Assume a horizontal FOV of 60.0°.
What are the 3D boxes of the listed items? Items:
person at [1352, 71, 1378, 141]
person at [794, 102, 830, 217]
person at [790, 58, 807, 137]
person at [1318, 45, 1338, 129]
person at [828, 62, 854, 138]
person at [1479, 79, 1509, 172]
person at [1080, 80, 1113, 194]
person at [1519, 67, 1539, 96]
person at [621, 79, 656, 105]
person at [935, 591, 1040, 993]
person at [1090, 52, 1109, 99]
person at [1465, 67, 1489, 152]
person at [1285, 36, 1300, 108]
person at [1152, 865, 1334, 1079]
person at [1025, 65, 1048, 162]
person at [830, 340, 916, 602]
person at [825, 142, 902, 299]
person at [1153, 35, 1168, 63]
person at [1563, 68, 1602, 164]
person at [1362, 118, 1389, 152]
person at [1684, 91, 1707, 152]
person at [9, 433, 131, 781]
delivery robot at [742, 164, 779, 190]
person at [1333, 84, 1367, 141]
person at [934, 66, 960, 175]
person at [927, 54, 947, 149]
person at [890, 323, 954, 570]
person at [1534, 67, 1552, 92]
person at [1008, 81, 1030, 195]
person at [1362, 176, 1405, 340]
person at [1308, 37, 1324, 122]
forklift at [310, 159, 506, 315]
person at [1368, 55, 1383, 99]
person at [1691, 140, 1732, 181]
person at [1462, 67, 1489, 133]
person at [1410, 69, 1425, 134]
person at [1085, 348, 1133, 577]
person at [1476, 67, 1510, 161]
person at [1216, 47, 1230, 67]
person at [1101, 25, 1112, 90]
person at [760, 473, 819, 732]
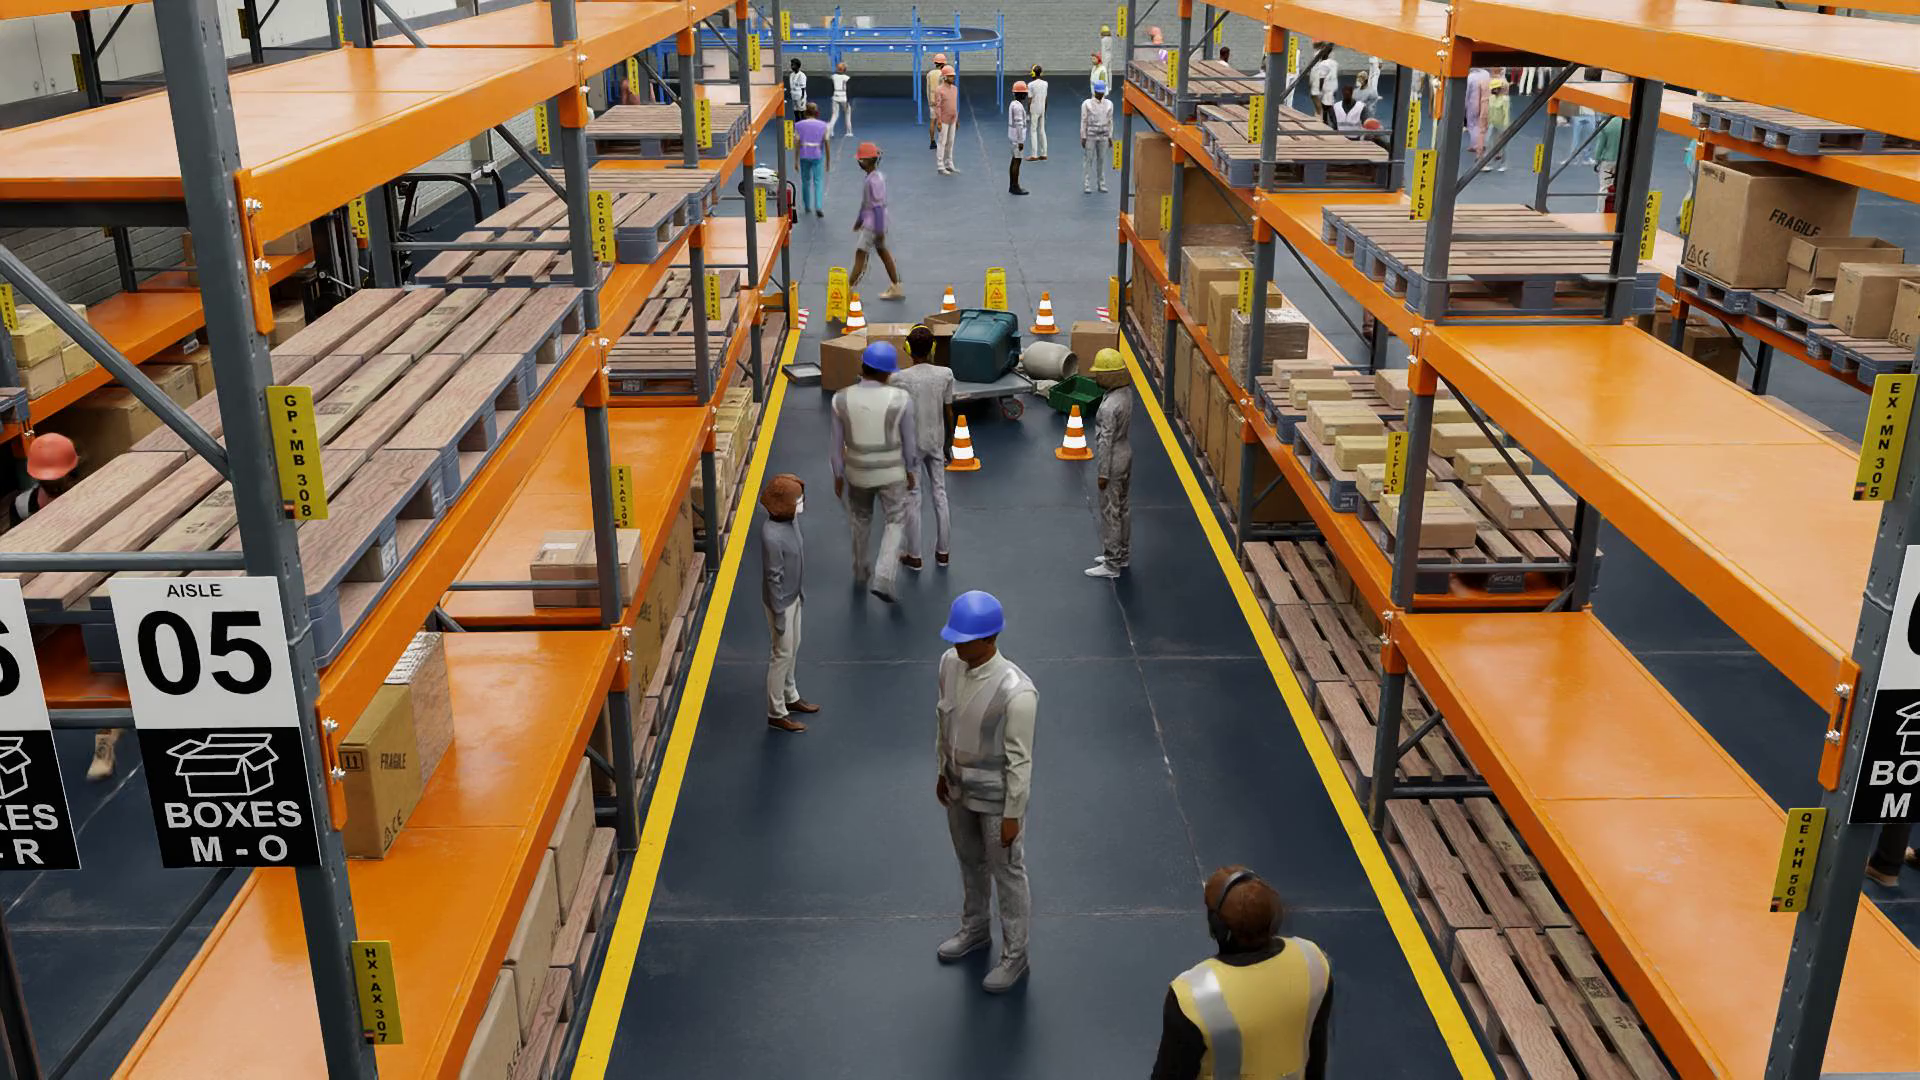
[{"bbox_3d":[7.464,-7.724,30.936,0.387,1.928,0.635,-11,23,-26],"label":"person"},{"bbox_3d":[-2.409,-6.199,27.065,0.576,1.812,0.873,-2,21,-5],"label":"person"},{"bbox_3d":[-3.546,-9.673,36.416,0.320,1.690,0.535,-16,26,-37],"label":"person"},{"bbox_3d":[8.242,-10.031,37.074,0.713,1.913,0.616,15,26,35],"label":"person"},{"bbox_3d":[-2.638,-9.617,36.368,0.512,1.615,0.761,11,23,26],"label":"person"},{"bbox_3d":[10.157,-7.836,31.508,0.805,1.706,0.612,-12,24,-28],"label":"person"},{"bbox_3d":[2.401,-7.077,29.192,0.603,1.946,0.389,-7,22,-17],"label":"person"},{"bbox_3d":[15.364,-12.858,44.750,0.353,1.744,0.566,-13,24,-31],"label":"person"},{"bbox_3d":[-6.390,-8.535,33.183,0.663,1.852,1.041,-9,23,-23],"label":"person"},{"bbox_3d":[0.092,1.120,7.534,0.413,1.940,0.610,-16,26,-36],"label":"person"},{"bbox_3d":[3.015,-9.661,36.174,0.400,1.835,0.563,-5,21,-13],"label":"person"},{"bbox_3d":[10.567,-8.920,34.174,0.706,1.865,0.443,-12,24,-29],"label":"person"},{"bbox_3d":[7.944,-11.144,40.030,0.577,1.883,0.353,-14,25,-33],"label":"person"},{"bbox_3d":[0.942,1.939,5.517,0.641,1.829,0.568,-11,24,-27],"label":"person"},{"bbox_3d":[1.519,-8.451,32.953,0.507,1.861,0.328,-16,26,-36],"label":"person"},{"bbox_3d":[-0.627,-0.492,11.843,0.629,1.899,0.746,5,21,12],"label":"person"},{"bbox_3d":[-1.214,-4.006,21.010,1.017,1.995,0.614,-1,21,-2],"label":"person"},{"bbox_3d":[4.707,-11.123,39.915,0.539,1.929,0.384,4,21,10],"label":"person"},{"bbox_3d":[12.205,-8.267,32.438,0.693,1.882,0.368,6,21,15],"label":"person"},{"bbox_3d":[5.976,-5.048,23.851,0.696,1.936,1.038,0,21,0],"label":"person"},{"bbox_3d":[15.167,-8.706,33.803,0.537,1.724,0.892,-9,22,-22],"label":"person"},{"bbox_3d":[-5.027,0.375,9.412,0.649,1.998,0.918,-1,21,-4],"label":"person"},{"bbox_3d":[-3.434,-6.300,28.942,0.707,0.478,0.477,12,24,29],"label":"delivery robot"},{"bbox_3d":[6.927,-7.128,29.456,0.682,1.864,0.992,11,23,26],"label":"person"},{"bbox_3d":[-0.237,-7.883,31.249,0.374,1.997,0.613,15,25,35],"label":"person"},{"bbox_3d":[-0.426,-9.103,34.560,0.551,1.935,0.375,16,26,37],"label":"person"},{"bbox_3d":[-0.290,-0.690,12.415,0.520,1.873,0.333,-7,22,-17],"label":"person"},{"bbox_3d":[16.072,-13.194,45.499,0.612,1.855,0.647,-3,21,-7],"label":"person"},{"bbox_3d":[1.031,-7.023,29.059,0.356,1.937,0.552,-3,21,-9],"label":"person"},{"bbox_3d":[4.927,-3.259,19.158,0.402,1.904,0.651,17,26,37],"label":"person"},{"bbox_3d":[8.321,-10.765,38.831,0.539,2.018,0.632,15,25,34],"label":"person"},{"bbox_3d":[-5.622,-2.910,17.832,2.313,2.155,1.214,-1,21,-1],"label":"forklift"},{"bbox_3d":[10.994,-12.622,43.860,0.403,1.937,0.604,-3,21,-7],"label":"person"},{"bbox_3d":[11.380,-5.612,25.188,0.548,2.000,0.743,-2,21,-5],"label":"person"},{"bbox_3d":[11.513,-9.949,37.141,0.530,1.689,0.322,13,24,30],"label":"person"},{"bbox_3d":[10.131,-9.989,37.013,0.316,1.860,0.513,-5,21,-13],"label":"person"},{"bbox_3d":[1.102,-0.568,12.290,0.322,1.734,0.488,8,22,20],"label":"person"},{"bbox_3d":[10.605,-8.497,33.056,0.668,1.872,0.890,15,26,35],"label":"person"},{"bbox_3d":[5.730,-9.904,36.723,0.400,1.907,0.600,-8,22,-19],"label":"person"},{"bbox_3d":[4.013,-13.307,45.943,0.325,1.740,0.492,14,25,33],"label":"person"},{"bbox_3d":[-1.042,0.369,9.962,0.286,1.623,0.510,3,21,7],"label":"person"}]
